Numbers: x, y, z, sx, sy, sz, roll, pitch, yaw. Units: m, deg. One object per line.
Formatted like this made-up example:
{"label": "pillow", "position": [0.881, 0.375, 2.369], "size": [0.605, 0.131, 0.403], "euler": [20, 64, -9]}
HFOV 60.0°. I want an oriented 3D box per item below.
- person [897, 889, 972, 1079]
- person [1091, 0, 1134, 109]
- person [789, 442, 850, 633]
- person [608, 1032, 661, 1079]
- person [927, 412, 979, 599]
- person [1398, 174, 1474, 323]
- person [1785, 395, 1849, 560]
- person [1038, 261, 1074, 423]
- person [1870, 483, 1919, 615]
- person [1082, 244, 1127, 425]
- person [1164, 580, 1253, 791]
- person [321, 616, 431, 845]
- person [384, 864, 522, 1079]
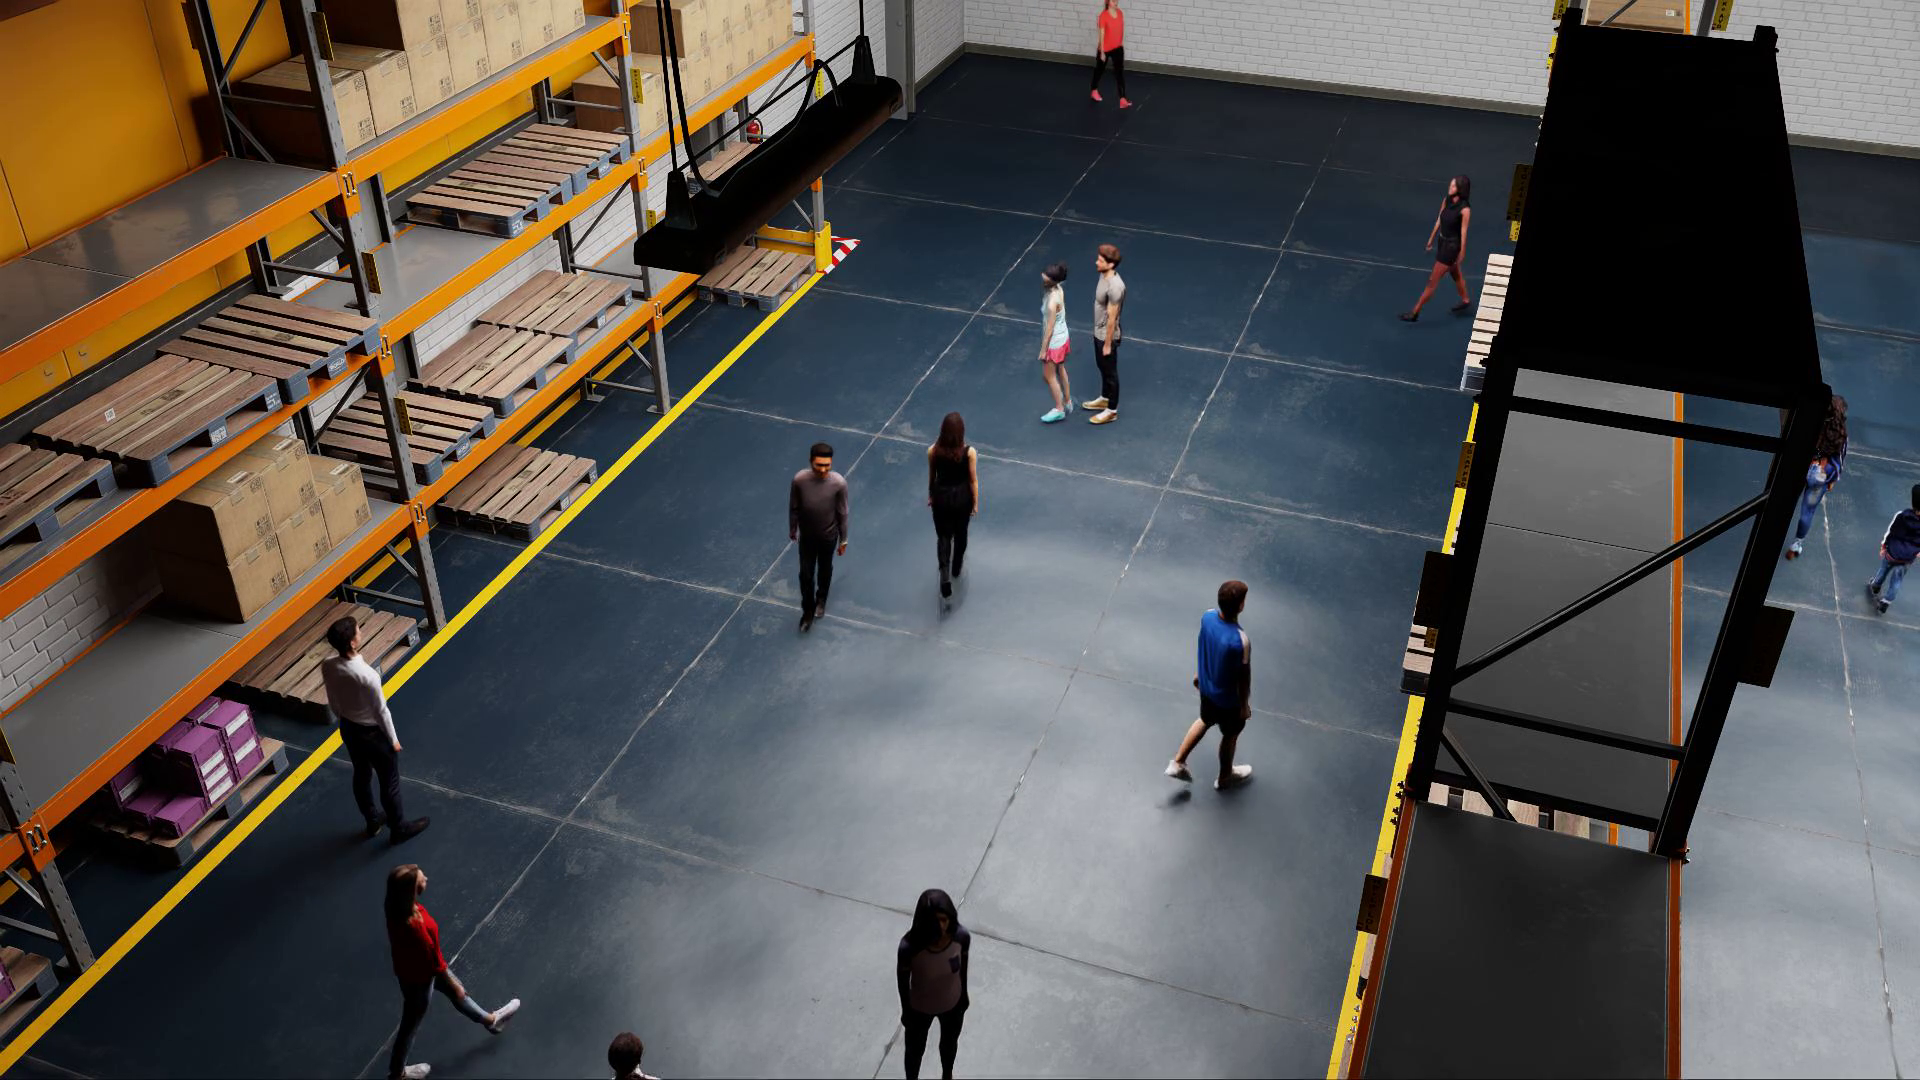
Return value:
{"label": "person", "position": [-0.146, 2.675, 9.716], "size": [0.674, 1.706, 0.720], "euler": [-12, 36, -18]}
{"label": "person", "position": [2.166, -7.289, 24.761], "size": [1.143, 1.644, 1.120], "euler": [-19, 38, -26]}
{"label": "person", "position": [-1.150, -0.111, 13.869], "size": [0.779, 1.748, 0.833], "euler": [7, 34, 11]}
{"label": "person", "position": [-1.717, 3.294, 8.932], "size": [0.720, 1.541, 0.950], "euler": [-2, 34, -2]}
{"label": "person", "position": [-0.082, -0.283, 14.199], "size": [0.800, 1.668, 1.088], "euler": [2, 34, 2]}
{"label": "person", "position": [5.558, -3.249, 18.646], "size": [1.160, 1.685, 1.204], "euler": [-10, 35, -14]}
{"label": "person", "position": [7.493, -0.569, 14.671], "size": [0.680, 1.622, 0.654], "euler": [24, 40, 31]}
{"label": "person", "position": [0.991, -2.008, 16.713], "size": [0.875, 1.759, 0.538], "euler": [14, 36, 20]}
{"label": "person", "position": [7.968, 0.101, 14.045], "size": [0.549, 1.200, 0.704], "euler": [13, 36, 19]}
{"label": "person", "position": [1.486, -2.082, 16.703], "size": [0.770, 1.893, 0.654], "euler": [-4, 34, -6]}
{"label": "person", "position": [1.830, 1.083, 11.973], "size": [1.091, 1.858, 0.988], "euler": [-19, 38, -27]}
{"label": "person", "position": [-4.150, 1.329, 11.594], "size": [0.636, 1.868, 0.586], "euler": [15, 36, 21]}
{"label": "person", "position": [-3.270, 2.623, 9.839], "size": [1.203, 1.656, 1.052], "euler": [-21, 39, -28]}
